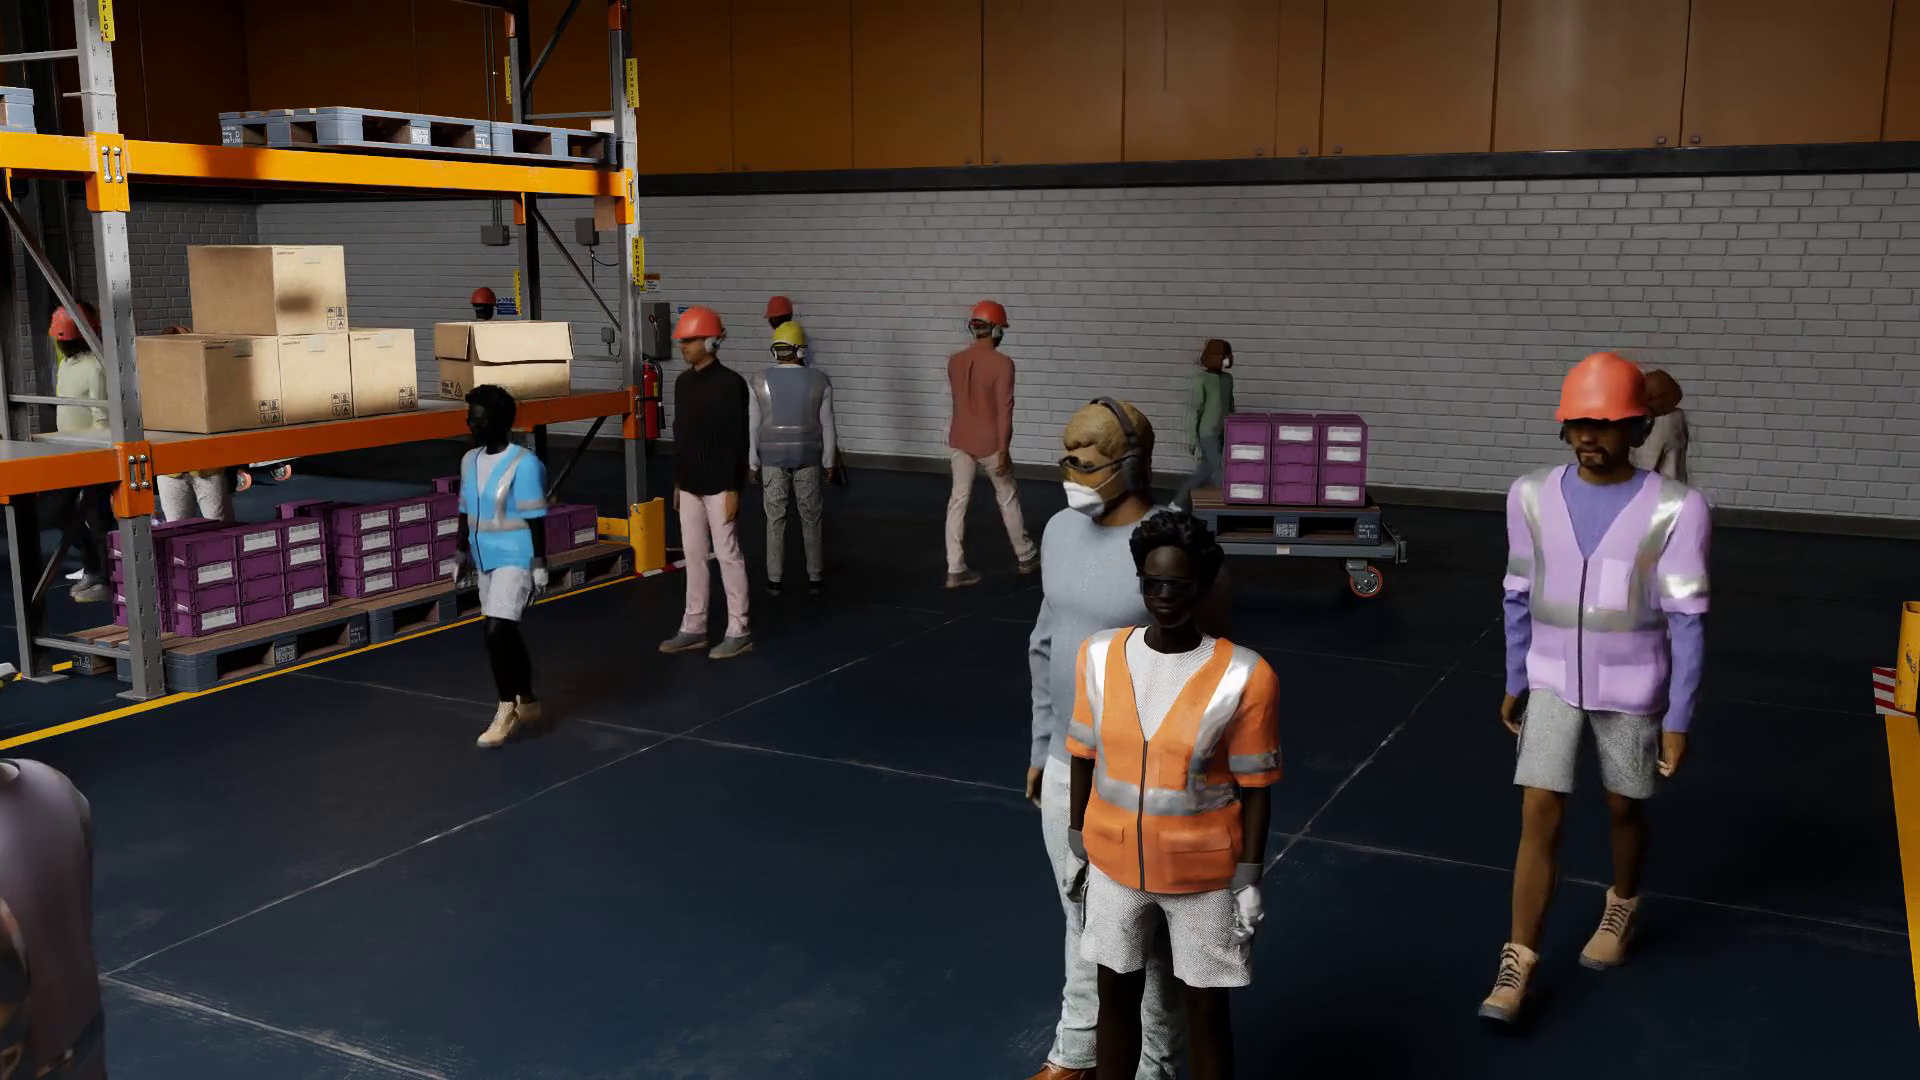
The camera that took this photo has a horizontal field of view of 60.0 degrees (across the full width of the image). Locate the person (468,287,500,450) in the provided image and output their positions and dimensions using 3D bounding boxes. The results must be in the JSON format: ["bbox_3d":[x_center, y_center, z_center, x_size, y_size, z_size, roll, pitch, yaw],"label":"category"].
[{"bbox_3d":[-4.788,-1.578,16.819,0.551,1.932,0.377,3,10,18],"label":"person"}]

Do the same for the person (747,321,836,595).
[{"bbox_3d":[-1.128,-0.541,11.120,0.600,1.826,0.404,-1,10,-7],"label":"person"}]

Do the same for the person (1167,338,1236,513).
[{"bbox_3d":[2.030,-0.863,13.667,0.830,1.600,0.506,9,13,41],"label":"person"}]

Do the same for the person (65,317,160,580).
[{"bbox_3d":[-5.975,-0.662,11.689,0.644,1.876,0.650,-6,11,-31],"label":"person"}]

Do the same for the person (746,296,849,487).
[{"bbox_3d":[-1.576,-1.433,16.233,1.060,1.864,0.607,2,10,9],"label":"person"}]

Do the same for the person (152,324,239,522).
[{"bbox_3d":[-4.880,-0.446,10.563,0.621,1.837,0.429,-1,10,-4],"label":"person"}]

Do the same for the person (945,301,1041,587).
[{"bbox_3d":[0.225,-0.676,11.567,0.615,1.940,1.000,8,12,37],"label":"person"}]

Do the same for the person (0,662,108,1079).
[{"bbox_3d":[-1.479,0.953,2.455,0.404,1.831,0.600,-2,10,-9],"label":"person"}]

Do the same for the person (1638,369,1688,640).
[{"bbox_3d":[4.123,-0.197,9.793,0.588,1.617,0.341,-9,13,-43],"label":"person"}]

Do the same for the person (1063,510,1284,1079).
[{"bbox_3d":[0.482,0.768,3.915,0.533,1.699,0.319,5,11,27],"label":"person"}]

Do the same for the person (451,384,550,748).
[{"bbox_3d":[-2.183,0.123,7.703,0.547,1.675,0.572,8,13,39],"label":"person"}]

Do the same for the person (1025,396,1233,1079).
[{"bbox_3d":[0.398,0.598,4.232,0.375,1.933,0.627,-8,12,-37],"label":"person"}]

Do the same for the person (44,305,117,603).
[{"bbox_3d":[-5.690,-0.546,10.782,0.652,1.954,0.472,9,13,42],"label":"person"}]

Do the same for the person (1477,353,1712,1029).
[{"bbox_3d":[1.907,0.436,5.007,0.629,1.986,1.040,8,12,37],"label":"person"}]

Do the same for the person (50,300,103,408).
[{"bbox_3d":[-8.544,-1.457,16.472,0.631,1.804,0.885,5,11,25],"label":"person"}]

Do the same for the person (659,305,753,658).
[{"bbox_3d":[-1.433,-0.325,9.397,0.616,1.995,0.385,9,13,42],"label":"person"}]
